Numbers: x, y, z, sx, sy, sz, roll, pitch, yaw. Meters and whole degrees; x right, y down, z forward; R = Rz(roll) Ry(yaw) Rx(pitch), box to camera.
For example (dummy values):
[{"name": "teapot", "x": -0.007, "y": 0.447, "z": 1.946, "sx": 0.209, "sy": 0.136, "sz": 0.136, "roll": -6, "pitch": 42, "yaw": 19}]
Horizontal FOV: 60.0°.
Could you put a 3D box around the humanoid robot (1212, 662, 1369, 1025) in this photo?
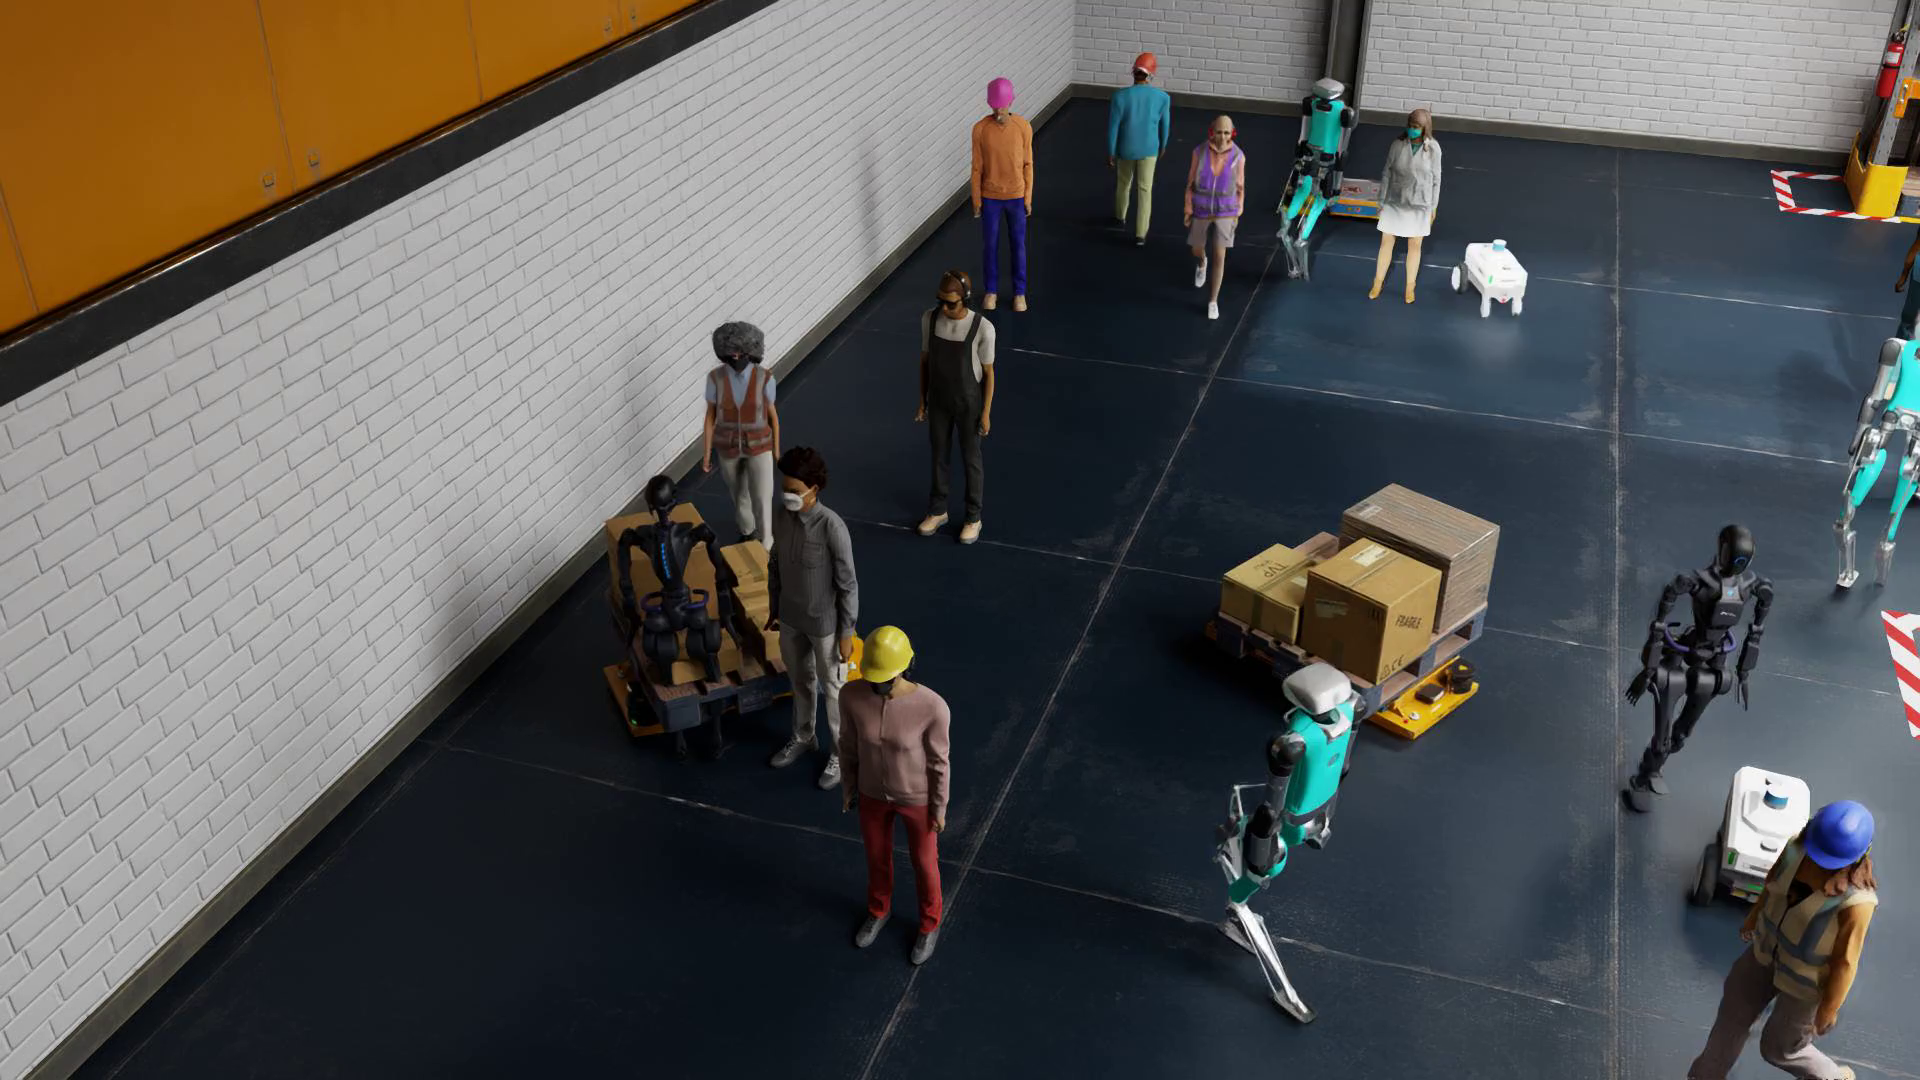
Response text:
[{"name": "humanoid robot", "x": 1.306, "y": 1.207, "z": 7.118, "sx": 0.555, "sy": 1.752, "sz": 0.935, "roll": -24, "pitch": 38, "yaw": -34}]

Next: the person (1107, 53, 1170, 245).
[{"name": "person", "x": 1.651, "y": -3.646, "z": 15.423, "sx": 0.578, "sy": 1.691, "sz": 0.925, "roll": 1, "pitch": 30, "yaw": 3}]

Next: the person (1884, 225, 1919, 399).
[{"name": "person", "x": 7.222, "y": -1.895, "z": 12.272, "sx": 0.541, "sy": 1.864, "sz": 0.370, "roll": 16, "pitch": 34, "yaw": 25}]

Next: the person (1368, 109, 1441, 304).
[{"name": "person", "x": 3.768, "y": -2.806, "z": 14.021, "sx": 0.495, "sy": 1.660, "sz": 0.337, "roll": 10, "pitch": 32, "yaw": 17}]

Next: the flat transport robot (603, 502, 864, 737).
[{"name": "flat transport robot", "x": -1.242, "y": 0.703, "z": 9.429, "sx": 1.431, "sy": 0.231, "sz": 0.659, "roll": -13, "pitch": 33, "yaw": -21}]

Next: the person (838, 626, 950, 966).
[{"name": "person", "x": -0.288, "y": 1.113, "z": 7.263, "sx": 0.516, "sy": 1.756, "sz": 0.334, "roll": 10, "pitch": 32, "yaw": 16}]

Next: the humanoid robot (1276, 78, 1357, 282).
[{"name": "humanoid robot", "x": 2.974, "y": -3.033, "z": 14.363, "sx": 0.637, "sy": 1.818, "sz": 0.530, "roll": -23, "pitch": 37, "yaw": -33}]

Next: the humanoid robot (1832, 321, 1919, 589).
[{"name": "humanoid robot", "x": 5.514, "y": -0.389, "z": 9.885, "sx": 0.539, "sy": 1.826, "sz": 0.763, "roll": 21, "pitch": 36, "yaw": 31}]

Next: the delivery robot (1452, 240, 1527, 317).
[{"name": "delivery robot", "x": 4.557, "y": -2.267, "z": 14.213, "sx": 0.499, "sy": 0.608, "sz": 0.801, "roll": -1, "pitch": 30, "yaw": -1}]

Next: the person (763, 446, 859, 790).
[{"name": "person", "x": -0.739, "y": 0.381, "z": 8.370, "sx": 0.549, "sy": 1.896, "sz": 0.381, "roll": 20, "pitch": 36, "yaw": 30}]

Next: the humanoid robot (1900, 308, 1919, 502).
[{"name": "humanoid robot", "x": 6.540, "y": -1.076, "z": 11.047, "sx": 0.531, "sy": 1.776, "sz": 0.962, "roll": 16, "pitch": 34, "yaw": 25}]

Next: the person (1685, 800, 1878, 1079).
[{"name": "person", "x": 3.247, "y": 1.626, "z": 6.406, "sx": 0.708, "sy": 1.740, "sz": 0.538, "roll": -6, "pitch": 31, "yaw": -11}]

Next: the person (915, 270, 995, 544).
[{"name": "person", "x": -0.032, "y": -0.844, "z": 10.513, "sx": 0.504, "sy": 1.839, "sz": 0.345, "roll": 13, "pitch": 33, "yaw": 21}]

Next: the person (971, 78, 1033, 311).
[{"name": "person", "x": 0.346, "y": -2.865, "z": 13.828, "sx": 0.515, "sy": 1.972, "sz": 0.404, "roll": 1, "pitch": 30, "yaw": 1}]

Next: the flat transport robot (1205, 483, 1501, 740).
[{"name": "flat transport robot", "x": 2.176, "y": 0.641, "z": 9.535, "sx": 0.659, "sy": 0.231, "sz": 1.431, "roll": -26, "pitch": 39, "yaw": -37}]

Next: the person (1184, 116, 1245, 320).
[{"name": "person", "x": 2.124, "y": -2.747, "z": 13.912, "sx": 0.489, "sy": 1.667, "sz": 0.694, "roll": 7, "pitch": 31, "yaw": 12}]

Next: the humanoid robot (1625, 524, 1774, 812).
[{"name": "humanoid robot", "x": 3.606, "y": 0.612, "z": 8.210, "sx": 0.586, "sy": 1.645, "sz": 0.519, "roll": 0, "pitch": 30, "yaw": 0}]

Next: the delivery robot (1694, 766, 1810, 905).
[{"name": "delivery robot", "x": 3.817, "y": 1.429, "z": 7.903, "sx": 0.499, "sy": 0.586, "sz": 0.773, "roll": 13, "pitch": 33, "yaw": 21}]

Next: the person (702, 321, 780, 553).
[{"name": "person", "x": -1.349, "y": -0.563, "z": 10.223, "sx": 0.462, "sy": 1.652, "sz": 0.774, "roll": 1, "pitch": 30, "yaw": 2}]

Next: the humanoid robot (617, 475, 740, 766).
[{"name": "humanoid robot", "x": -1.437, "y": 0.422, "z": 8.531, "sx": 0.592, "sy": 1.650, "sz": 0.328, "roll": -1, "pitch": 30, "yaw": -2}]

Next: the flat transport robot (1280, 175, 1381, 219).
[{"name": "flat transport robot", "x": 3.891, "y": -3.328, "z": 16.287, "sx": 1.431, "sy": 0.231, "sz": 0.659, "roll": 8, "pitch": 31, "yaw": 13}]
